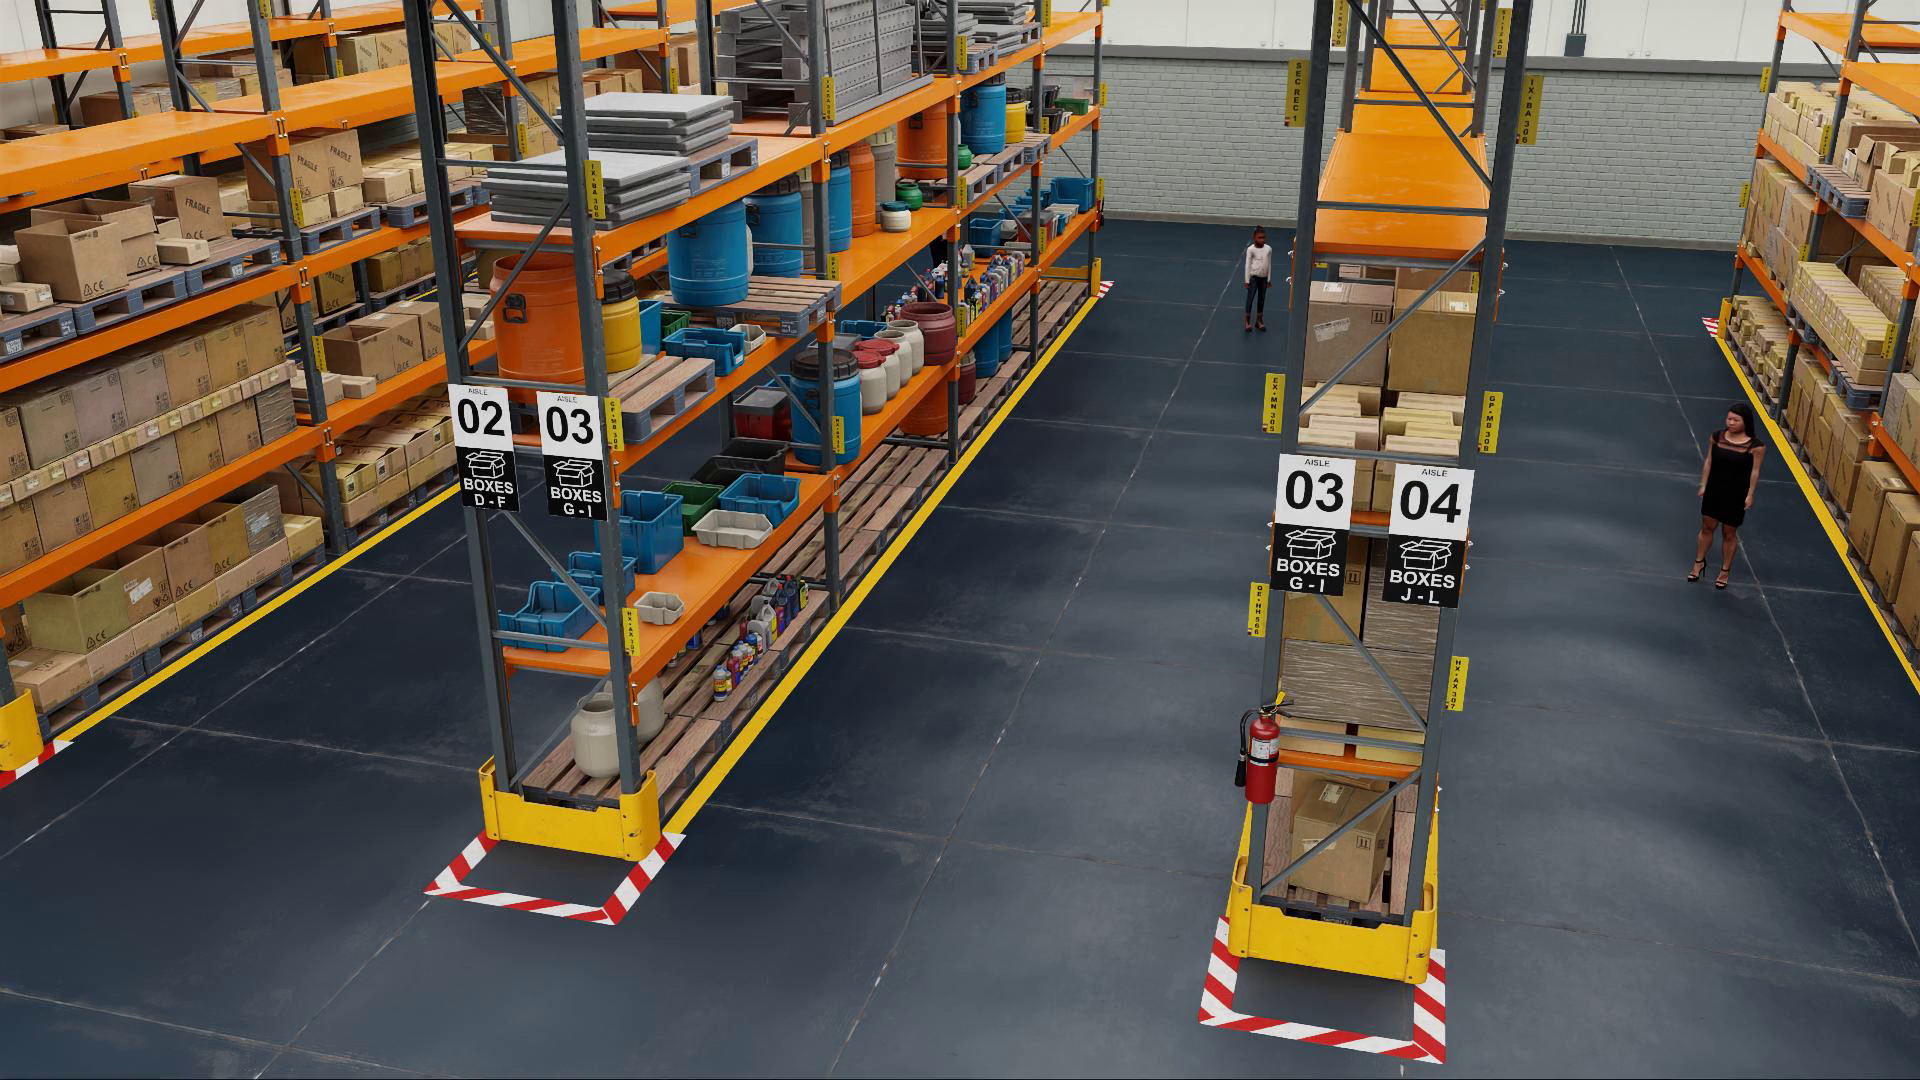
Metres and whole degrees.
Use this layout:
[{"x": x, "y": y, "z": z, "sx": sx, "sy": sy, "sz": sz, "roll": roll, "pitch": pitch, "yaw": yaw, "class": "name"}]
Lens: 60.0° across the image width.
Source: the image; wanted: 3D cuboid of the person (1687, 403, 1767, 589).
[{"x": 6.842, "y": -0.401, "z": 14.846, "sx": 0.777, "sy": 1.717, "sz": 0.752, "roll": -19, "pitch": 29, "yaw": -39, "class": "person"}]

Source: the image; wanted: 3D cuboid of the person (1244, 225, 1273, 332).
[{"x": 4.145, "y": -3.648, "z": 23.134, "sx": 0.603, "sy": 1.453, "sz": 0.615, "roll": -5, "pitch": 23, "yaw": -12, "class": "person"}]
